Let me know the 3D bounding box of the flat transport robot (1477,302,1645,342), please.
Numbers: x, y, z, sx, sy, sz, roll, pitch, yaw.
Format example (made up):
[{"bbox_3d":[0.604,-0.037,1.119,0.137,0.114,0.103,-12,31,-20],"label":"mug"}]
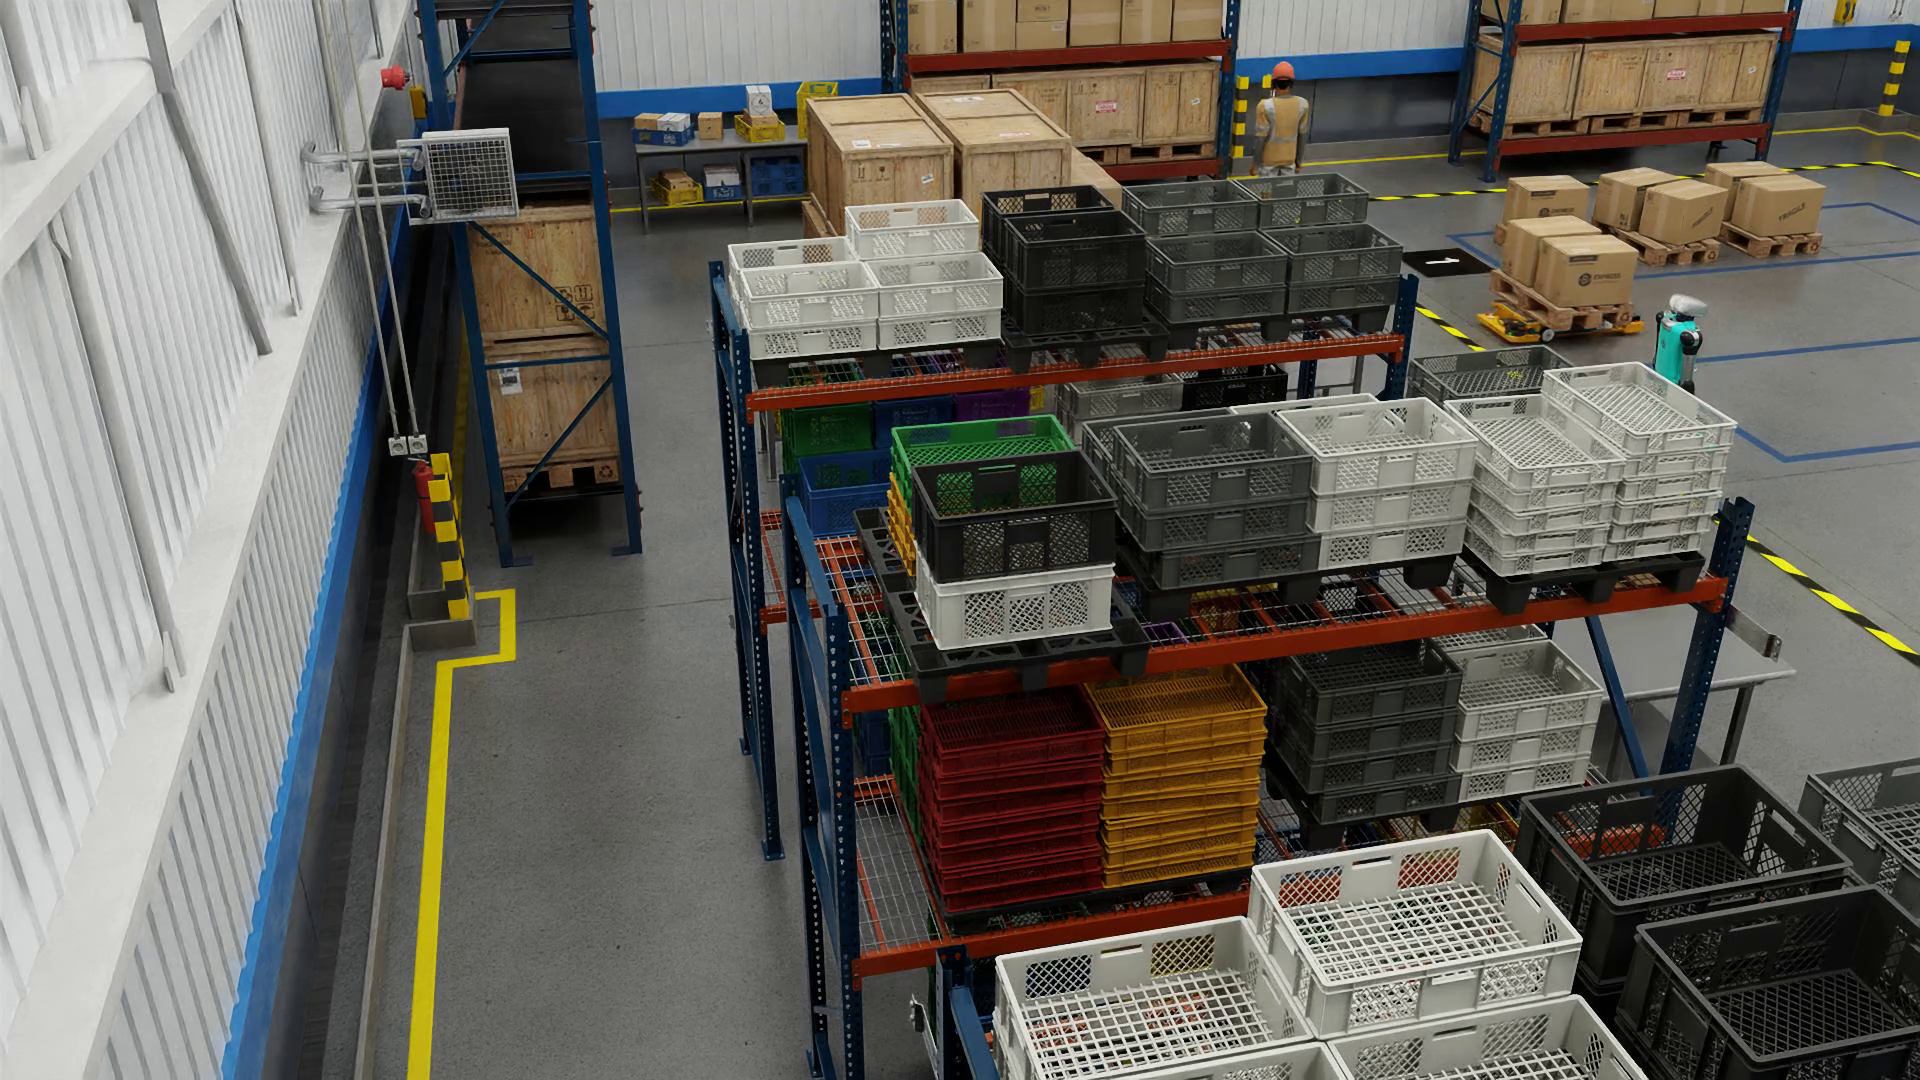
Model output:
[{"bbox_3d":[5.832,-2.170,16.134,1.431,0.197,0.652,-6,28,-12],"label":"flat transport robot"}]

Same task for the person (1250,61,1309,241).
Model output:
[{"bbox_3d":[3.418,-4.129,17.986,0.613,2.035,0.388,-8,29,-15],"label":"person"}]

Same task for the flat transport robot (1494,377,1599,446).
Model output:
[{"bbox_3d":[4.780,-1.036,14.013,0.659,0.231,1.431,-6,28,-12],"label":"flat transport robot"}]

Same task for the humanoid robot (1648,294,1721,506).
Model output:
[{"bbox_3d":[5.404,-1.003,12.226,0.735,1.681,0.533,-2,28,-3],"label":"humanoid robot"}]
